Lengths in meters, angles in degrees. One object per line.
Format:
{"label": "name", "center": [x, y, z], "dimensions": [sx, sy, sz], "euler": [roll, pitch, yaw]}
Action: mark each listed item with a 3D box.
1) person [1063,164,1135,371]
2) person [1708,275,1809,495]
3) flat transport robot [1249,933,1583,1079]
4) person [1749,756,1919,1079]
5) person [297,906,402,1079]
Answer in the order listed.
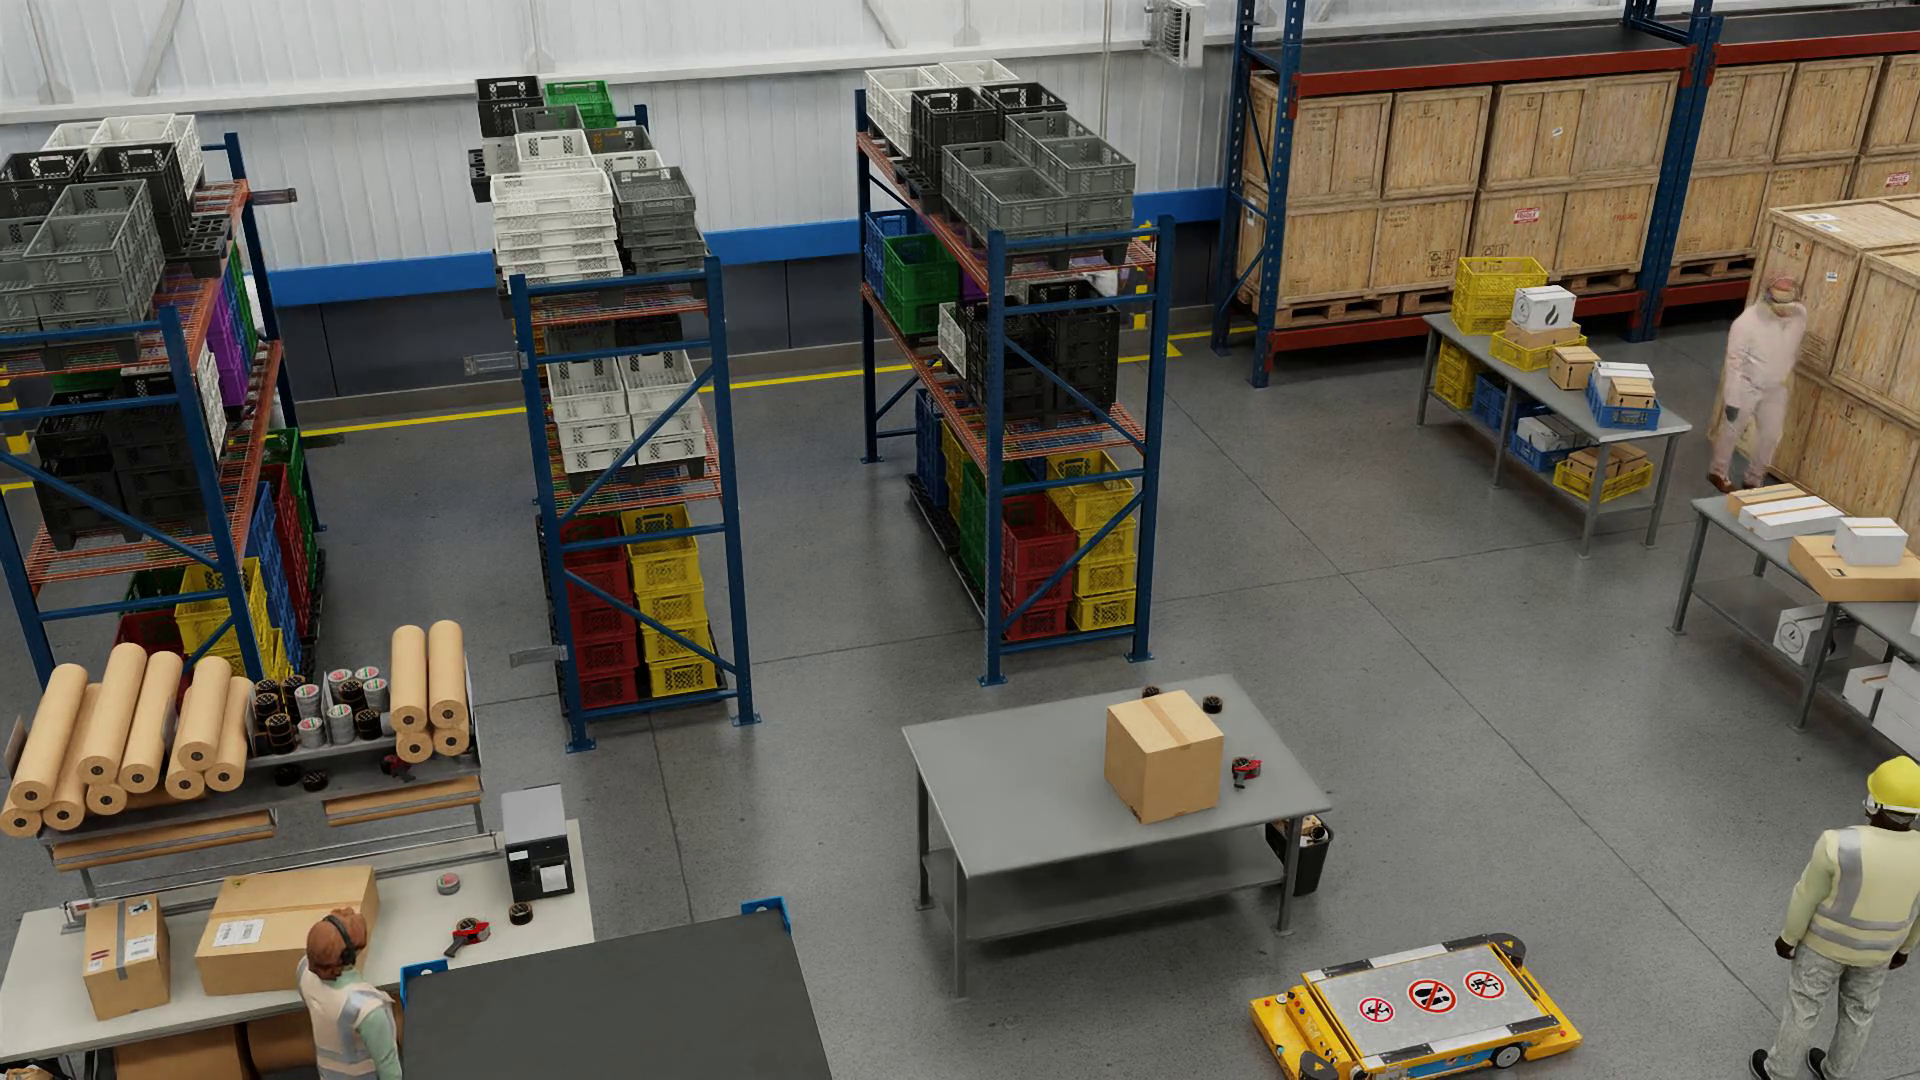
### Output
{"label": "person", "center": [1.222, -2.422, 14.835], "dimensions": [0.629, 1.932, 0.363], "euler": [9, 30, 15]}
{"label": "person", "center": [6.023, -1.153, 12.597], "dimensions": [0.673, 1.856, 0.652], "euler": [-5, 29, -10]}
{"label": "flat transport robot", "center": [2.184, 2.282, 7.980], "dimensions": [1.431, 0.197, 0.652], "euler": [-8, 30, -14]}
{"label": "person", "center": [3.944, 1.741, 7.369], "dimensions": [0.596, 1.826, 0.403], "euler": [2, 29, 3]}
{"label": "person", "center": [-2.424, 2.181, 6.760], "dimensions": [0.514, 1.632, 0.312], "euler": [21, 35, 33]}
